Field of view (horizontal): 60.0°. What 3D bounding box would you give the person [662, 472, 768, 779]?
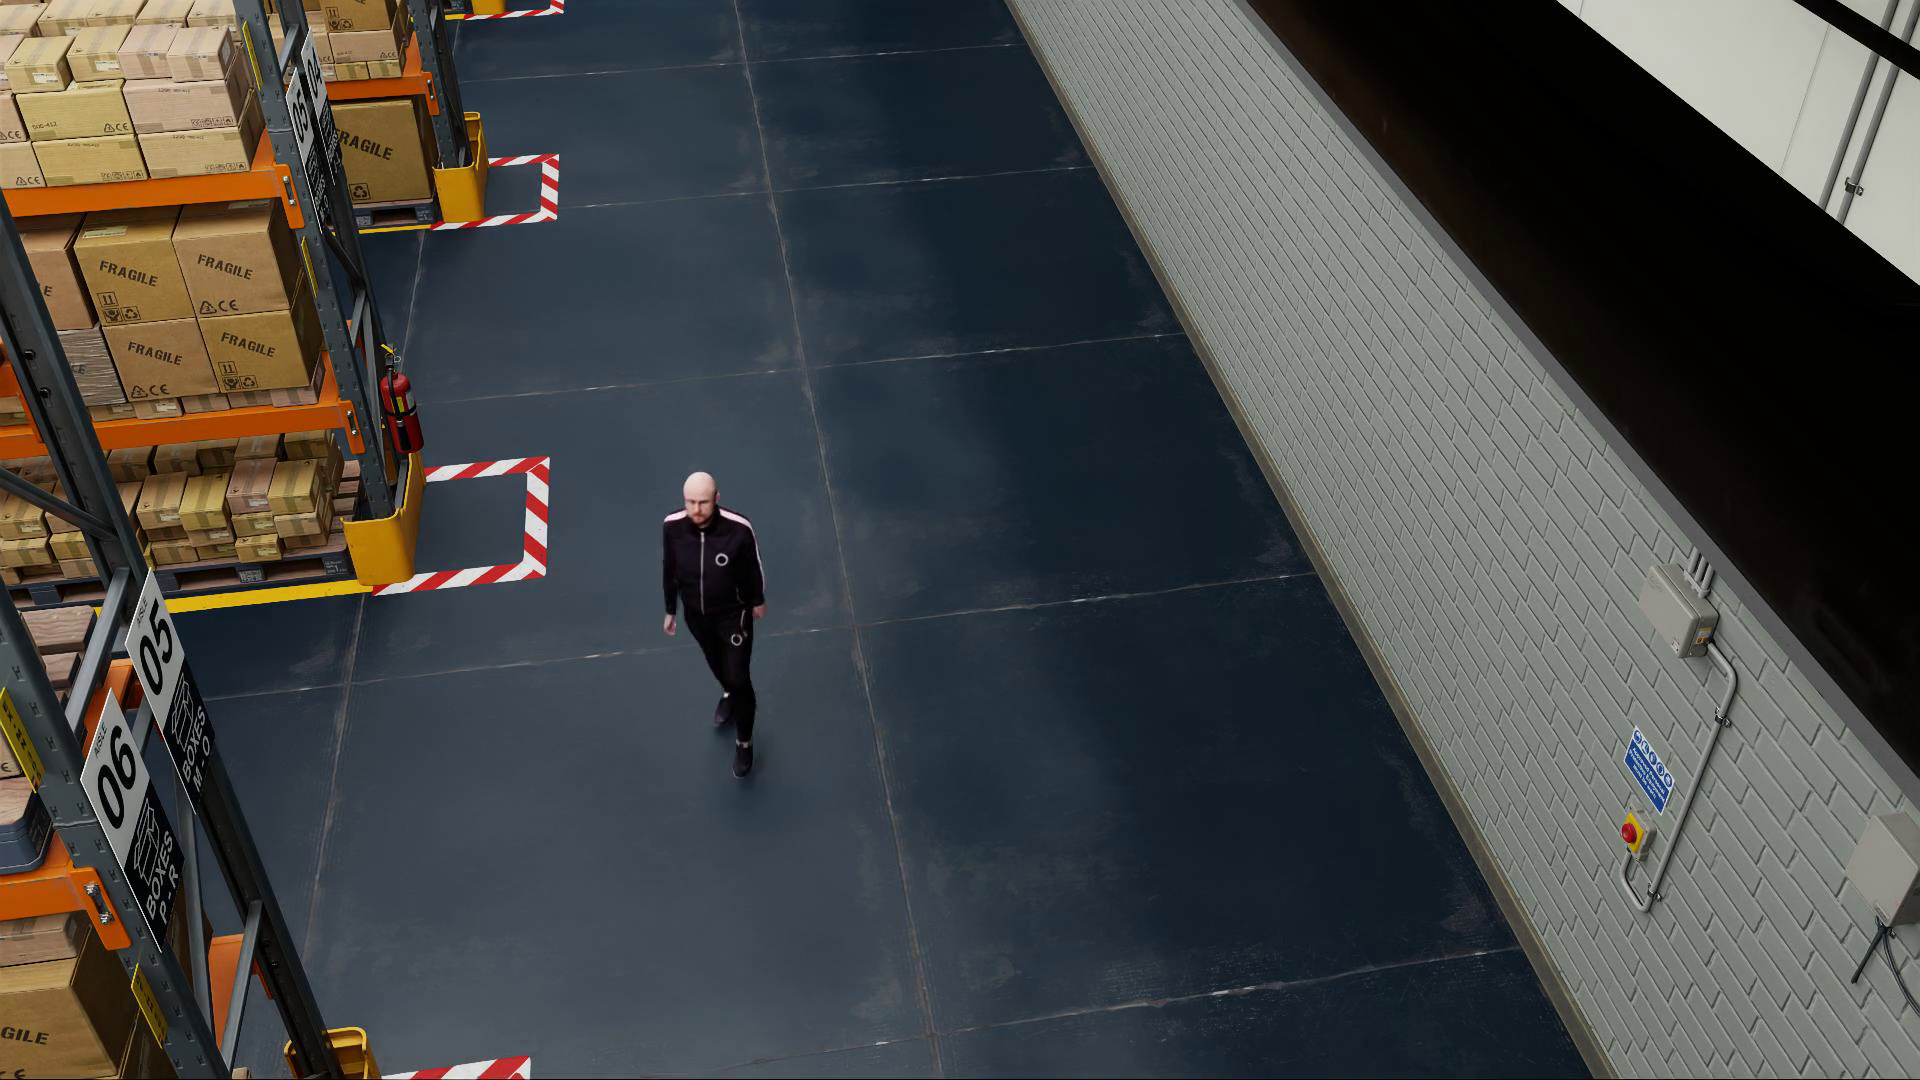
[{"bbox_3d":[-1.282,0.318,8.999,0.972,1.810,0.937,9,39,12],"label":"person"}]
